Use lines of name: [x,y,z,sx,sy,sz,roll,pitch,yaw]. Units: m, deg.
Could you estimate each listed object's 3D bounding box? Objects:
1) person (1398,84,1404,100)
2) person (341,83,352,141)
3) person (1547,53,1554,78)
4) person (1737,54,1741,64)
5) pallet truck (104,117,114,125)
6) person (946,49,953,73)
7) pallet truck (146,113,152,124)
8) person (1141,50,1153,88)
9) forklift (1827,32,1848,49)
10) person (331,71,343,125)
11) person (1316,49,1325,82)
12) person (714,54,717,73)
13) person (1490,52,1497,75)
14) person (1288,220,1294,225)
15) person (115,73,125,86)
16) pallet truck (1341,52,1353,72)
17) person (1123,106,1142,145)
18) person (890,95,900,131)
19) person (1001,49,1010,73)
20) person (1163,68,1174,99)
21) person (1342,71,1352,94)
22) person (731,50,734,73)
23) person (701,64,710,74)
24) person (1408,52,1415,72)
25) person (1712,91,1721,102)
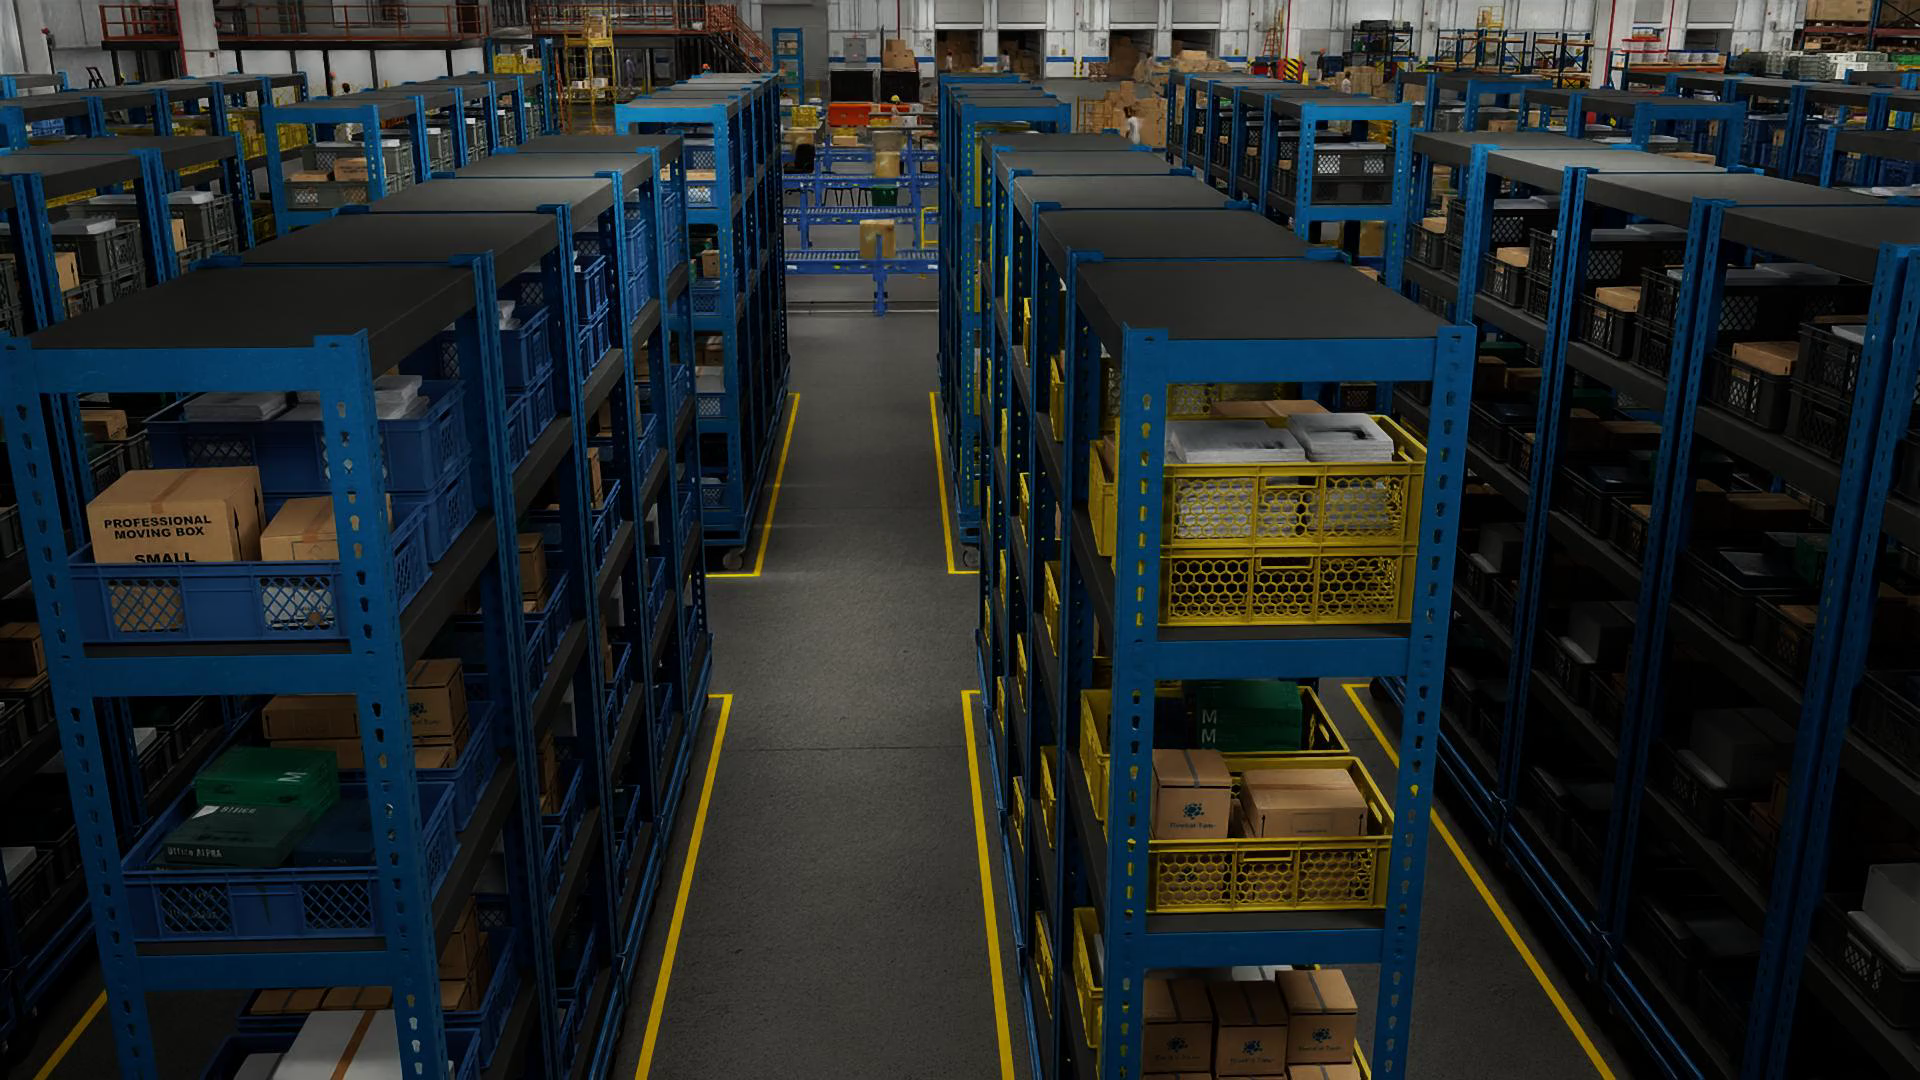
person: [17.205,-17.454,65.171,0.318,1.696,0.537,-1,18,-2]
person: [-19.320,-13.470,52.540,0.353,1.884,0.577,-1,18,-2]
person: [31.258,-24.881,88.081,0.295,1.744,0.488,-1,18,-2]
person: [37.329,-22.325,79.856,0.370,1.939,0.631,-1,18,-2]
pallet truck: [-18.367,-7.885,35.078,1.885,1.965,0.823,1,18,2]
person: [-0.561,-24.610,86.839,0.381,1.994,0.614,-1,18,-2]
pallet truck: [-18.087,-8.309,36.390,1.885,1.965,0.823,-1,18,-4]
person: [9.847,-24.760,87.458,0.871,1.889,0.619,7,19,22]
forklift: [46.023,-25.321,87.619,1.129,2.768,1.873,-1,18,-2]
person: [-22.869,-16.108,60.713,0.633,1.912,0.570,-3,18,-9]
person: [18.854,-24.646,86.946,0.374,1.997,0.614,-1,18,-2]
person: [-12.708,-24.474,86.796,0.424,1.750,0.552,-11,21,-31]
person: [27.936,-24.562,86.970,0.535,1.817,0.548,-2,18,-5]
person: [3.814,-2.766,19.384,0.408,1.908,0.644,-1,18,-2]
person: [-29.707,-15.595,59.050,0.368,1.927,0.589,-1,18,-2]
pallet truck: [18.794,-23.123,82.231,0.823,1.965,1.885,-13,22,-35]
person: [4.312,-9.967,41.806,0.918,1.820,0.544,9,20,25]
person: [-1.848,-11.844,47.693,0.305,1.772,0.527,-1,18,-2]
person: [2.530,-26.229,92.116,0.454,1.827,0.652,16,24,40]
person: [7.670,-16.135,60.538,0.535,2.000,0.709,3,18,10]
person: [13.980,-15.973,60.200,0.370,1.940,0.631,-1,18,-2]
person: [-12.737,-26.734,93.496,0.351,1.942,0.547,-1,18,-2]
person: [-9.855,-17.458,64.630,0.376,2.043,0.609,-1,18,-2]
person: [23.248,-24.186,85.727,0.326,1.871,0.520,-1,18,-2]
person: [22.881,-12.776,50.302,0.351,1.942,0.547,-1,18,-2]
